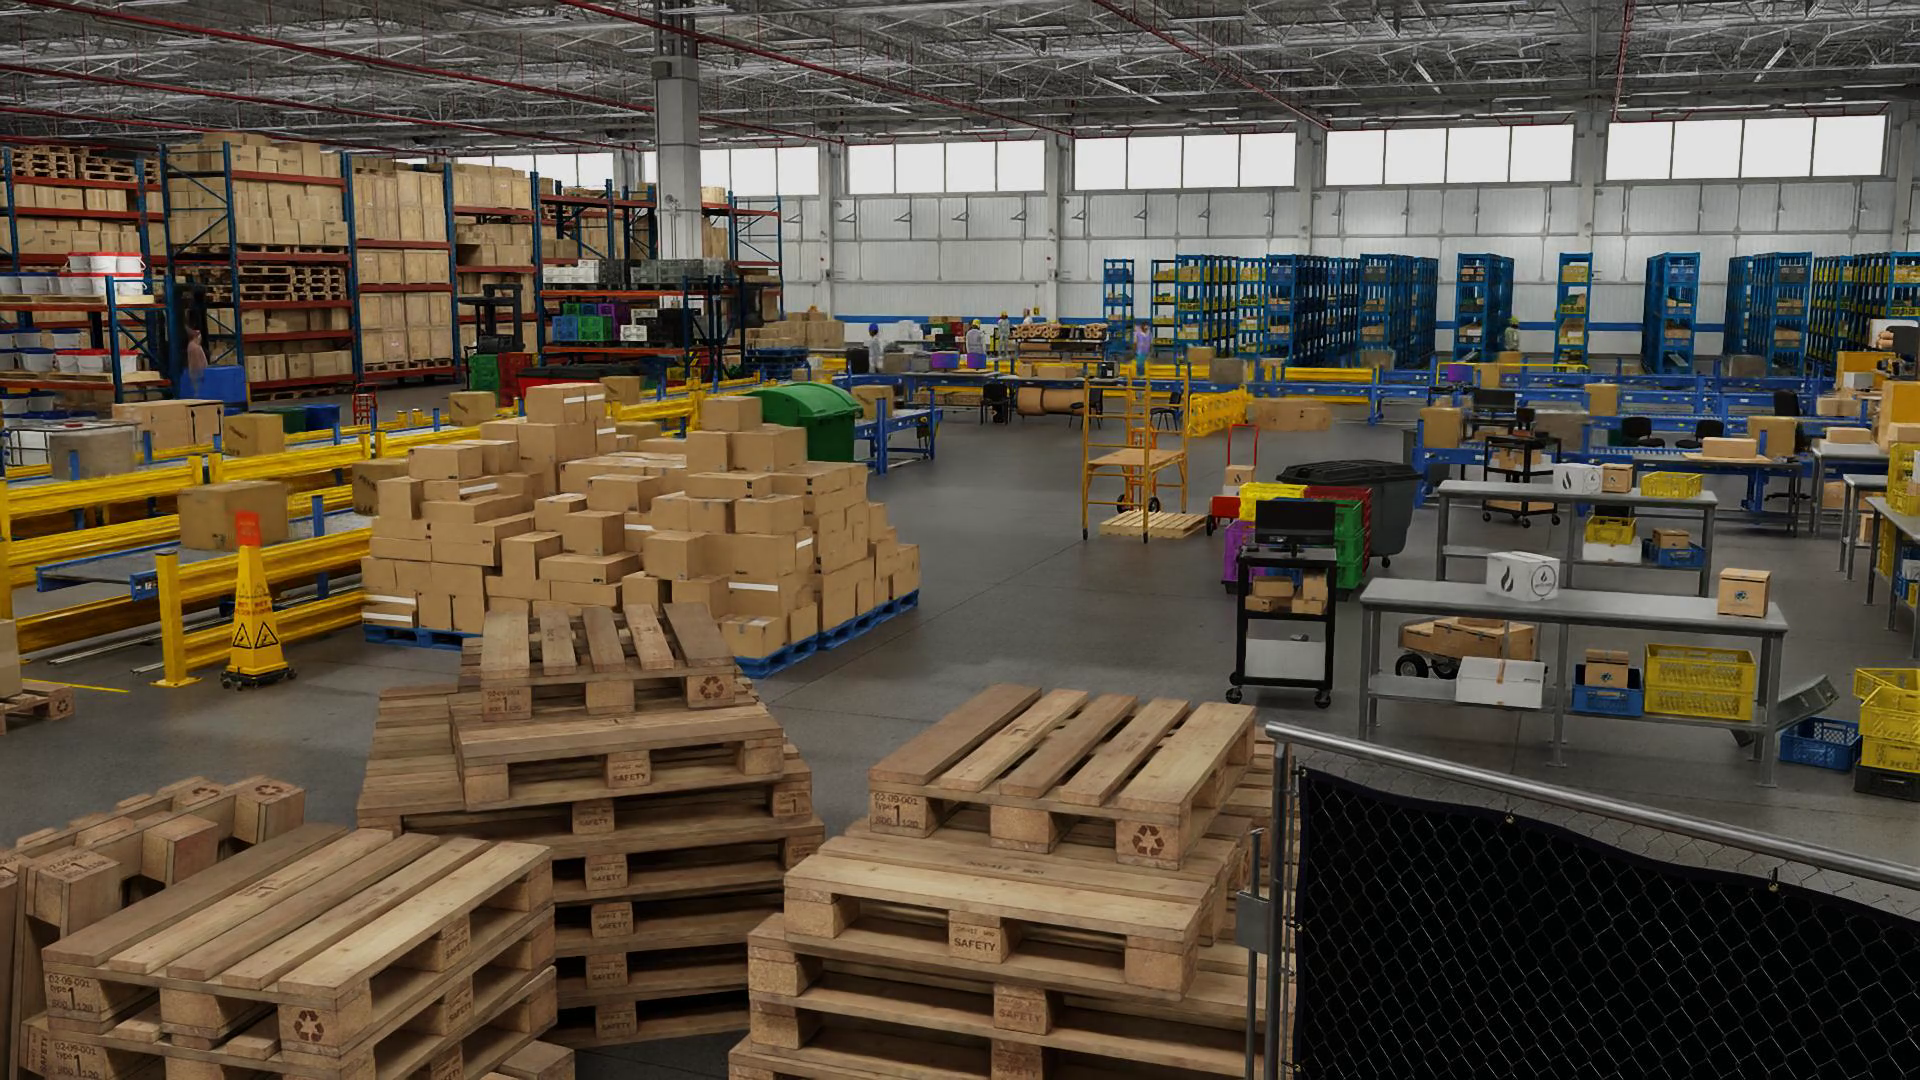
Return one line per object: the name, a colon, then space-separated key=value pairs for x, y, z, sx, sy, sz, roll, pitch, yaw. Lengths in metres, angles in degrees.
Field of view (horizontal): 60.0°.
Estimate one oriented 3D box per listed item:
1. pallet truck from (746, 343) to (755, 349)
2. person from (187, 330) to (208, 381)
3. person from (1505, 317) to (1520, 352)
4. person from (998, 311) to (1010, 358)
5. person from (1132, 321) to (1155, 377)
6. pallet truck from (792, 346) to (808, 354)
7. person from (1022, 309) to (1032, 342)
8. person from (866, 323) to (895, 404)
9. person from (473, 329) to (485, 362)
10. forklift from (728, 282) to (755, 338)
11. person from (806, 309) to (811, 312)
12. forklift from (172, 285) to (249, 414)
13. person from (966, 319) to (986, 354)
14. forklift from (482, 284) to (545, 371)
pallet truck: x=-6.183 y=-4.618 z=44.264 sx=1.601 sy=1.201 sz=0.680 roll=-9 pitch=12 yaw=-43
person: x=-16.126 y=-3.515 z=35.311 sx=0.531 sy=1.879 sz=0.687 roll=-5 pitch=10 yaw=-29
person: x=16.397 y=-5.668 z=49.084 sx=0.635 sy=1.793 sz=0.637 roll=-6 pitch=11 yaw=-35
person: x=1.611 y=-7.515 z=60.874 sx=0.485 sy=1.734 sz=0.348 roll=-5 pitch=10 yaw=-30
person: x=4.974 y=-4.957 z=44.600 sx=0.584 sy=1.793 sz=0.920 roll=-5 pitch=10 yaw=-29
pallet truck: x=-3.705 y=-4.298 z=42.022 sx=0.653 sy=1.274 sz=1.630 roll=3 pitch=10 yaw=20
person: x=2.245 y=-6.871 z=56.283 sx=0.402 sy=1.906 sz=0.651 roll=1 pitch=9 yaw=5
person: x=-1.998 y=-4.125 z=39.079 sx=1.017 sy=1.902 sz=0.598 roll=3 pitch=9 yaw=16
person: x=-12.040 y=-4.481 z=41.960 sx=0.321 sy=1.694 sz=0.535 roll=8 pitch=12 yaw=41
forklift: x=-6.644 y=-6.545 z=51.183 sx=1.873 sy=2.768 sz=1.129 roll=3 pitch=10 yaw=20
person: x=-5.879 y=-8.157 z=64.974 sx=0.589 sy=1.698 sz=0.882 roll=-5 pitch=10 yaw=-30
forklift: x=-16.414 y=-4.056 z=35.559 sx=1.873 sy=2.768 sz=1.129 roll=2 pitch=9 yaw=11
person: x=0.461 y=-5.191 z=45.964 sx=0.590 sy=1.833 sz=0.403 roll=5 pitch=10 yaw=28
forklift: x=-10.832 y=-4.702 z=39.610 sx=1.129 sy=2.768 sz=1.873 roll=3 pitch=10 yaw=20
